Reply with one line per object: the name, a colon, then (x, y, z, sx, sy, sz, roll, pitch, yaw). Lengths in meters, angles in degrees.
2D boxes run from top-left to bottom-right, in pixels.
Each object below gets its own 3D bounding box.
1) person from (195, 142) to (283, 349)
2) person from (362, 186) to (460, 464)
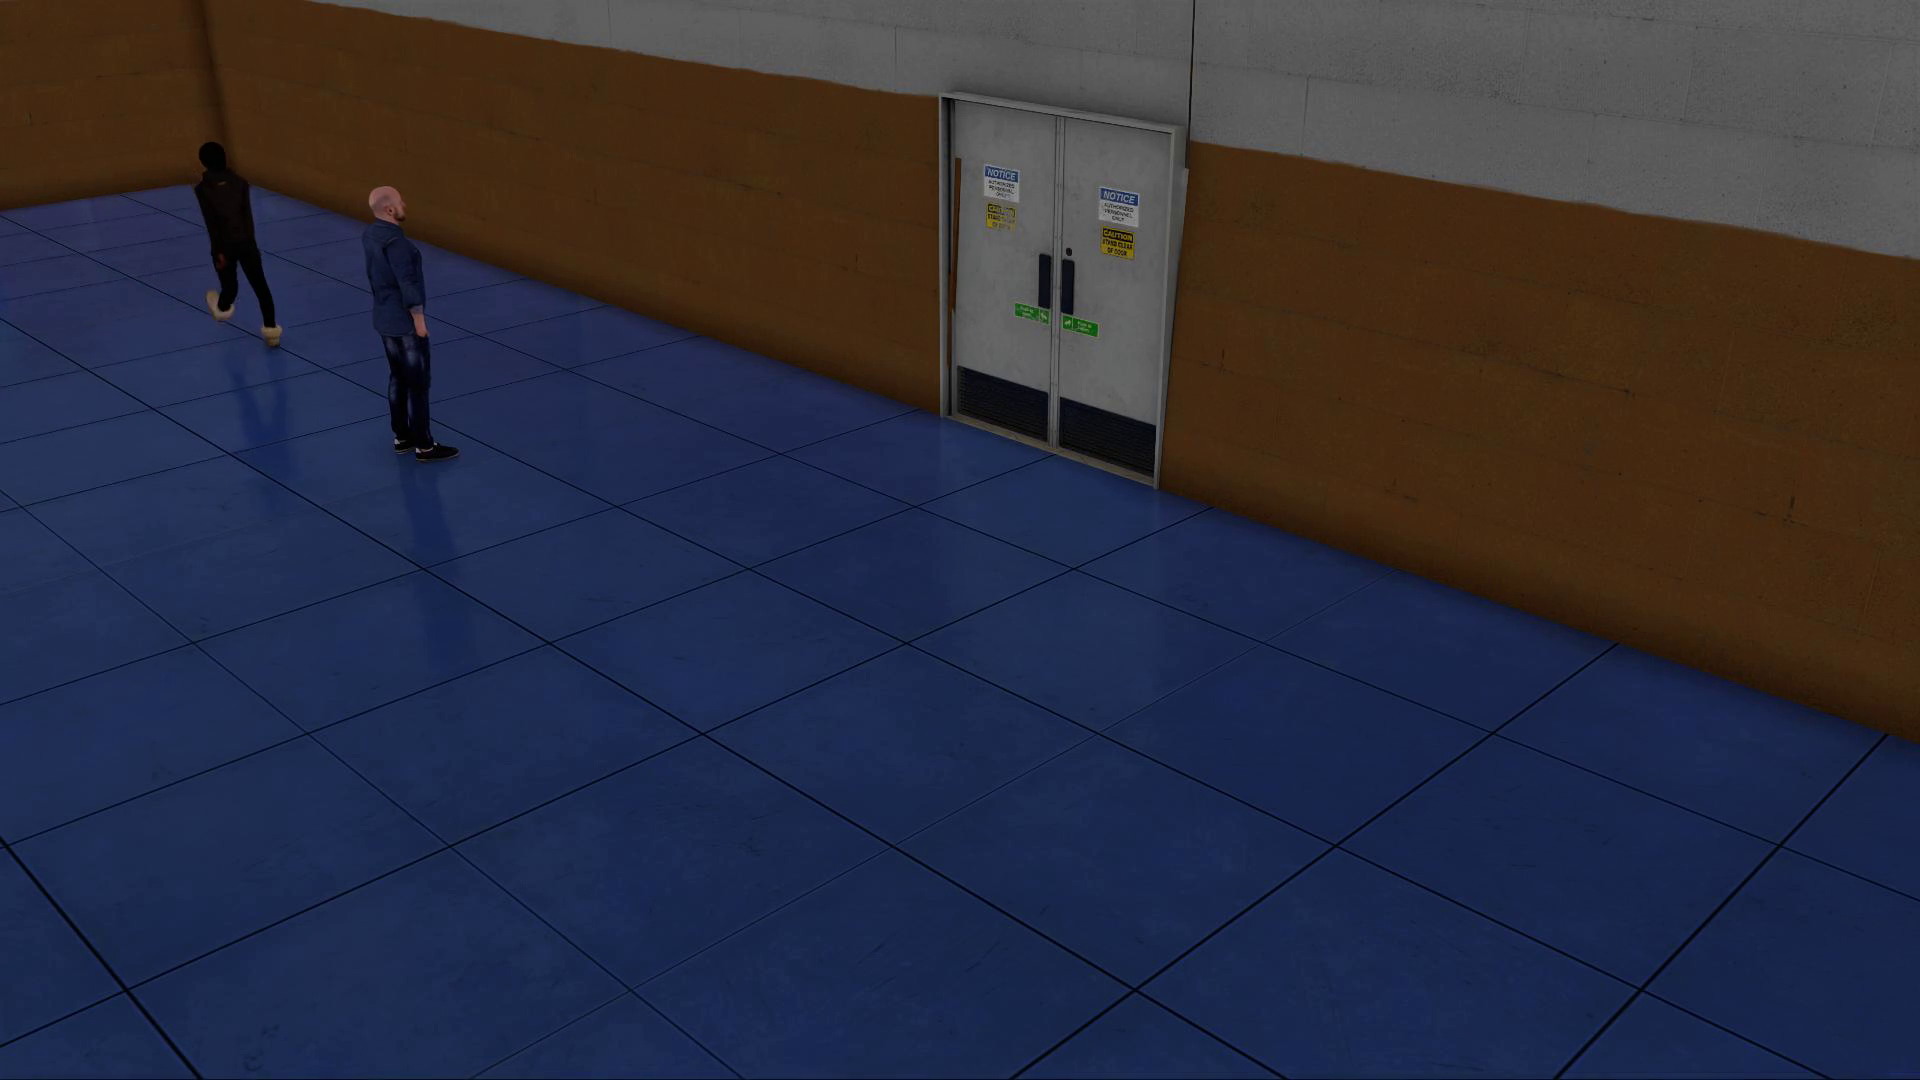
person: (-5.875, -2.385, 13.444, 0.743, 1.630, 0.989, 8, 25, 18)
person: (-3.684, -1.428, 11.014, 0.564, 1.825, 0.707, -21, 31, -40)
